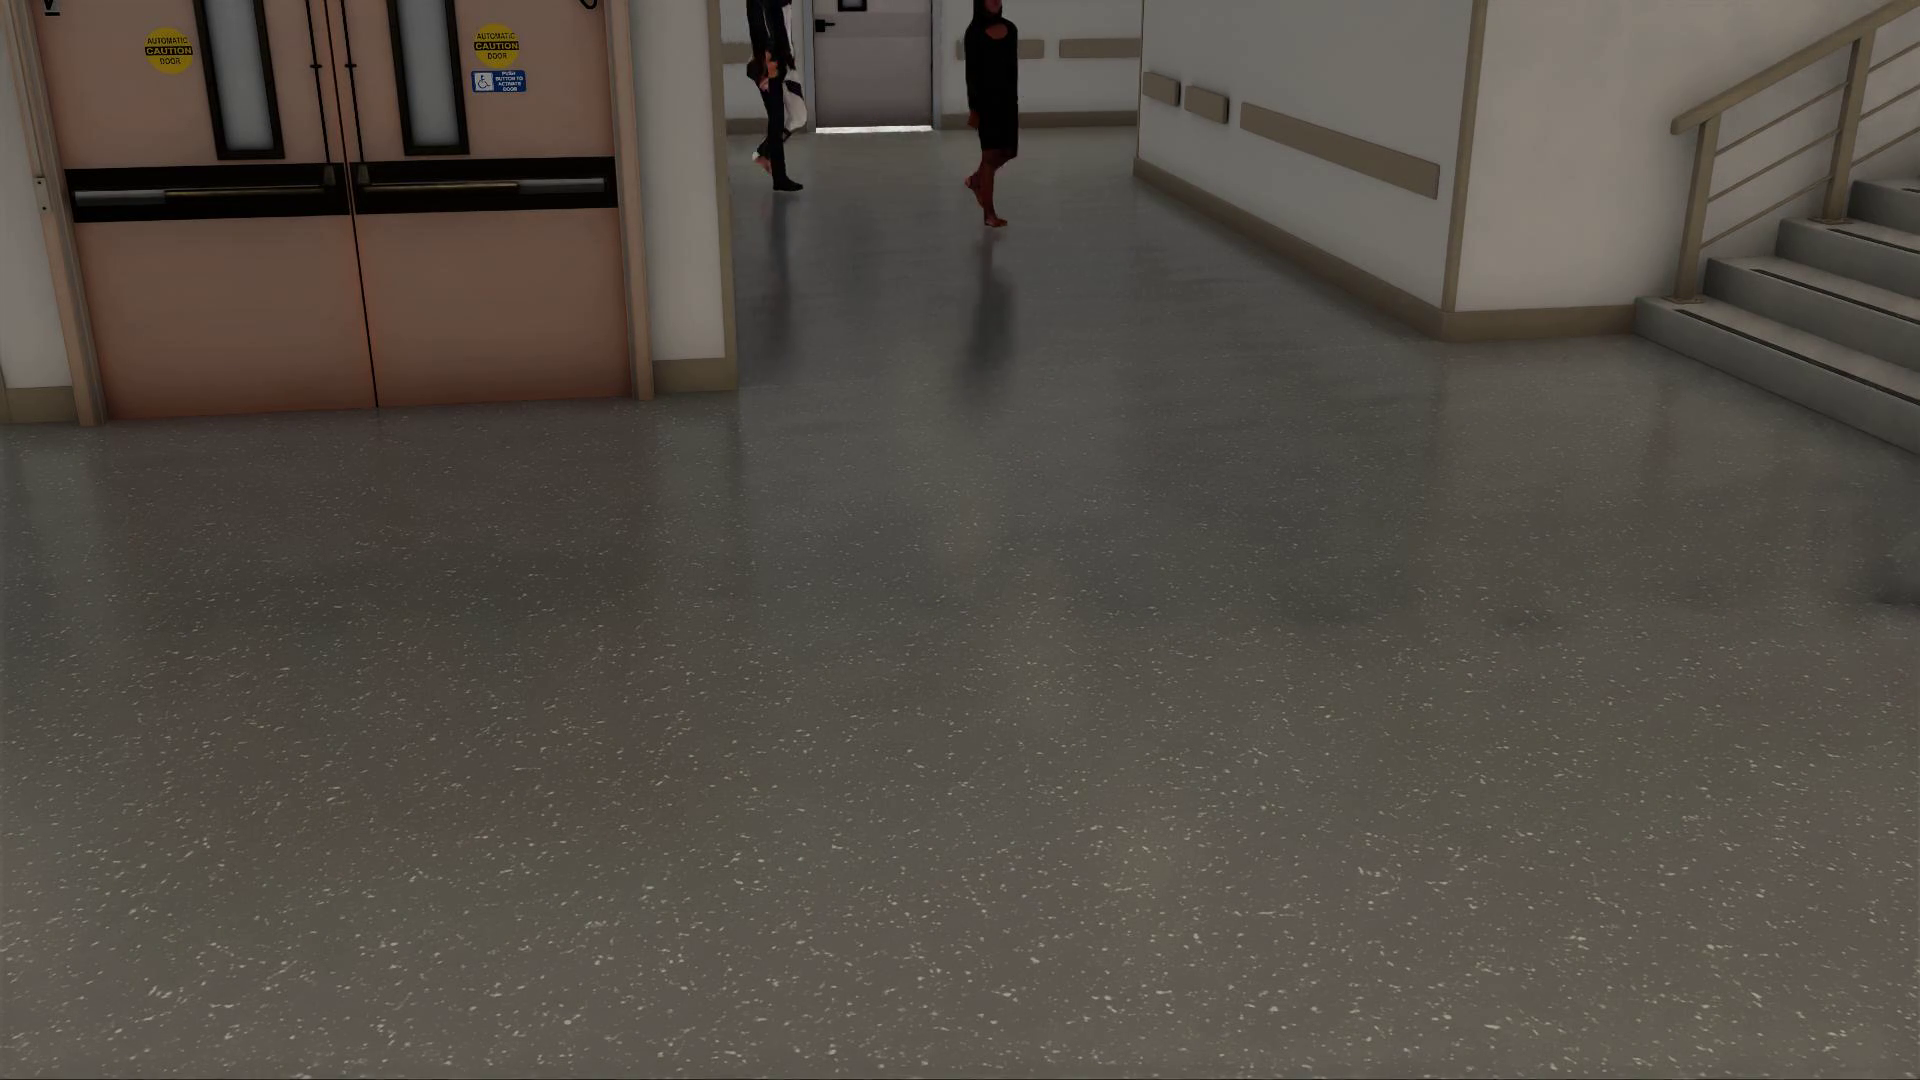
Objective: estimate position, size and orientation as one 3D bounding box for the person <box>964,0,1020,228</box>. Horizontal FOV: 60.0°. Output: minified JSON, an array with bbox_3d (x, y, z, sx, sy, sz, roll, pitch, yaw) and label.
[{"bbox_3d":[0.183,-3.125,11.968,0.848,1.708,0.873,-16,26,-36],"label":"person"}]

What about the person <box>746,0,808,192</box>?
[{"bbox_3d":[-1.566,-3.773,13.447,0.976,1.873,0.914,11,23,26],"label":"person"}]
